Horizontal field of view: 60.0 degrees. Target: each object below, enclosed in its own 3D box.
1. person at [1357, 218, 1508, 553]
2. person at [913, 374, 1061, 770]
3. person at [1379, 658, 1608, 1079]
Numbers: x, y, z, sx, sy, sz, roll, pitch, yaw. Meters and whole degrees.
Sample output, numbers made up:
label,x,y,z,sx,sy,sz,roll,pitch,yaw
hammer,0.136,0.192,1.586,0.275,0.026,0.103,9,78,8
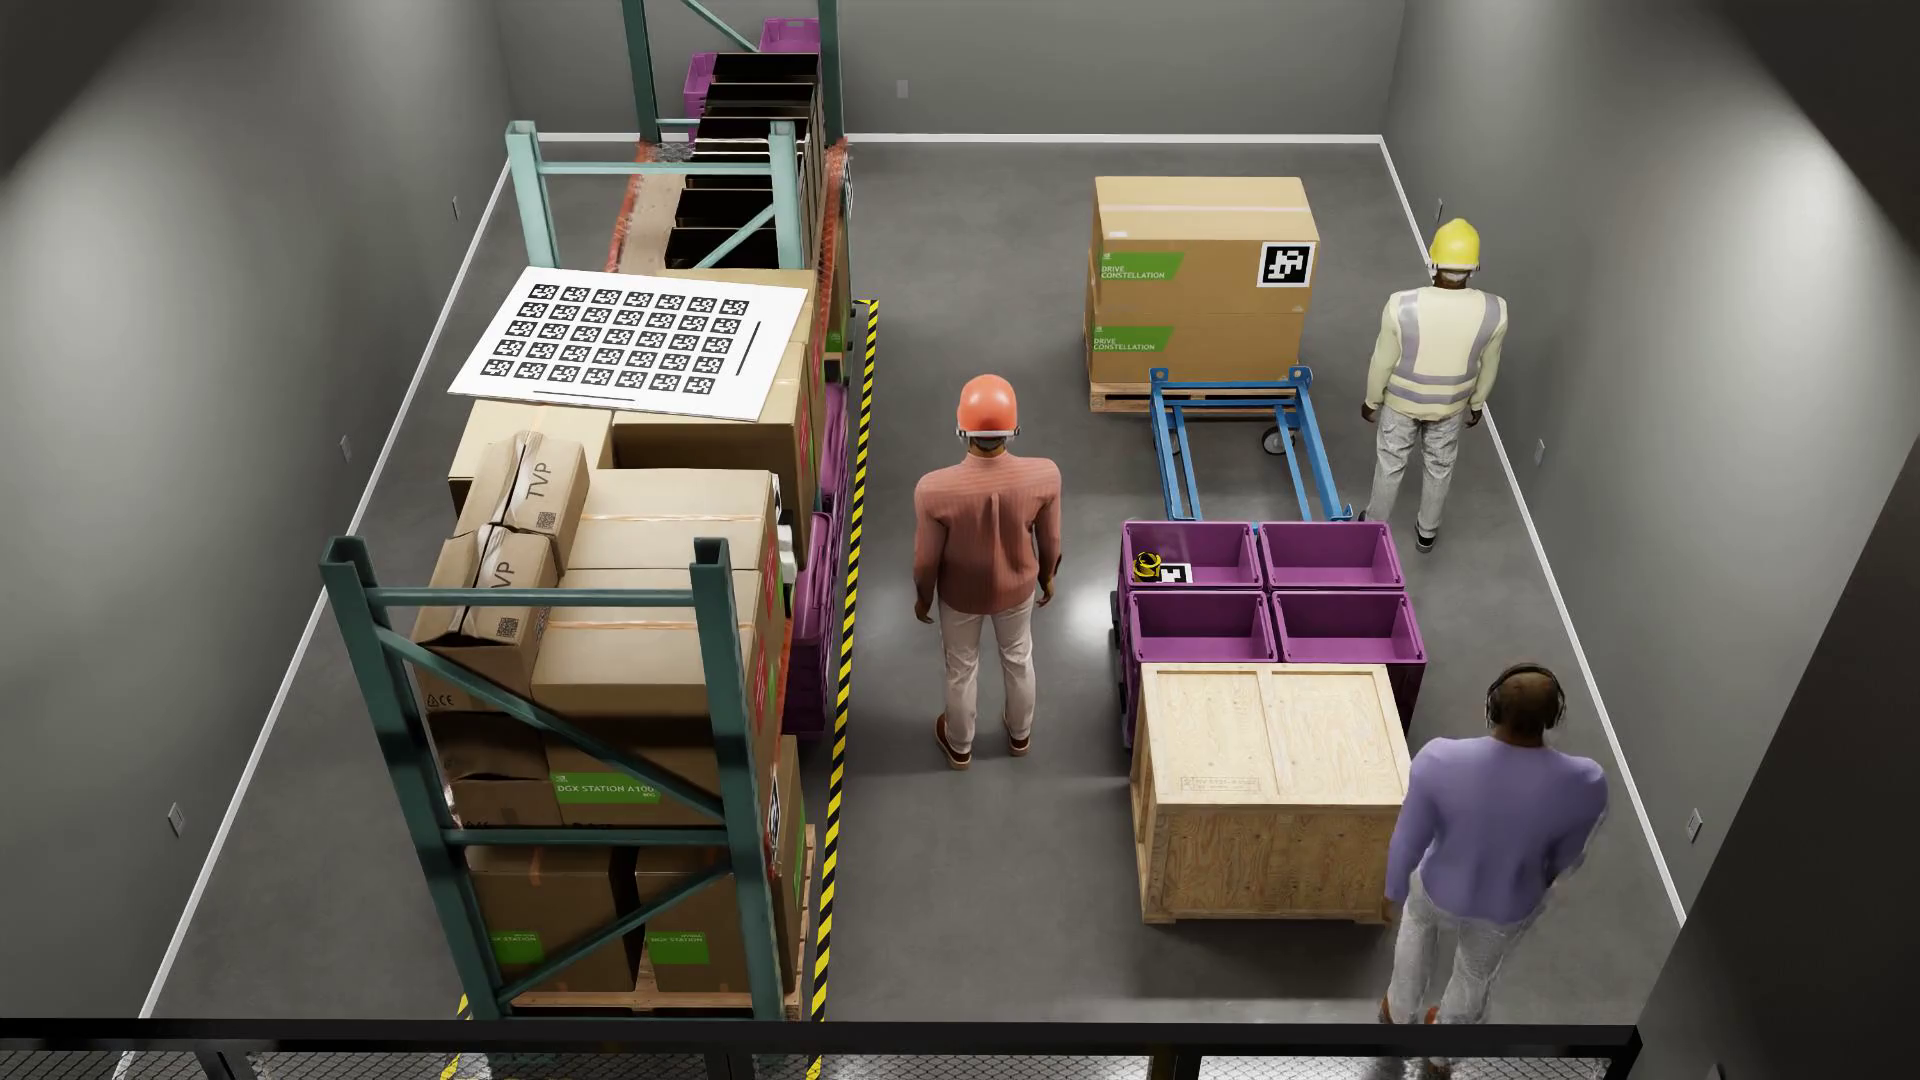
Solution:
label,x,y,z,sx,sy,sz,roll,pitch,yaw
person,2.240,-0.709,8.001,0.601,1.831,0.404,2,41,2
person,0.105,0.164,6.884,0.624,1.992,0.386,-10,42,-11
person,1.796,1.186,5.787,0.634,1.911,0.503,11,42,12
